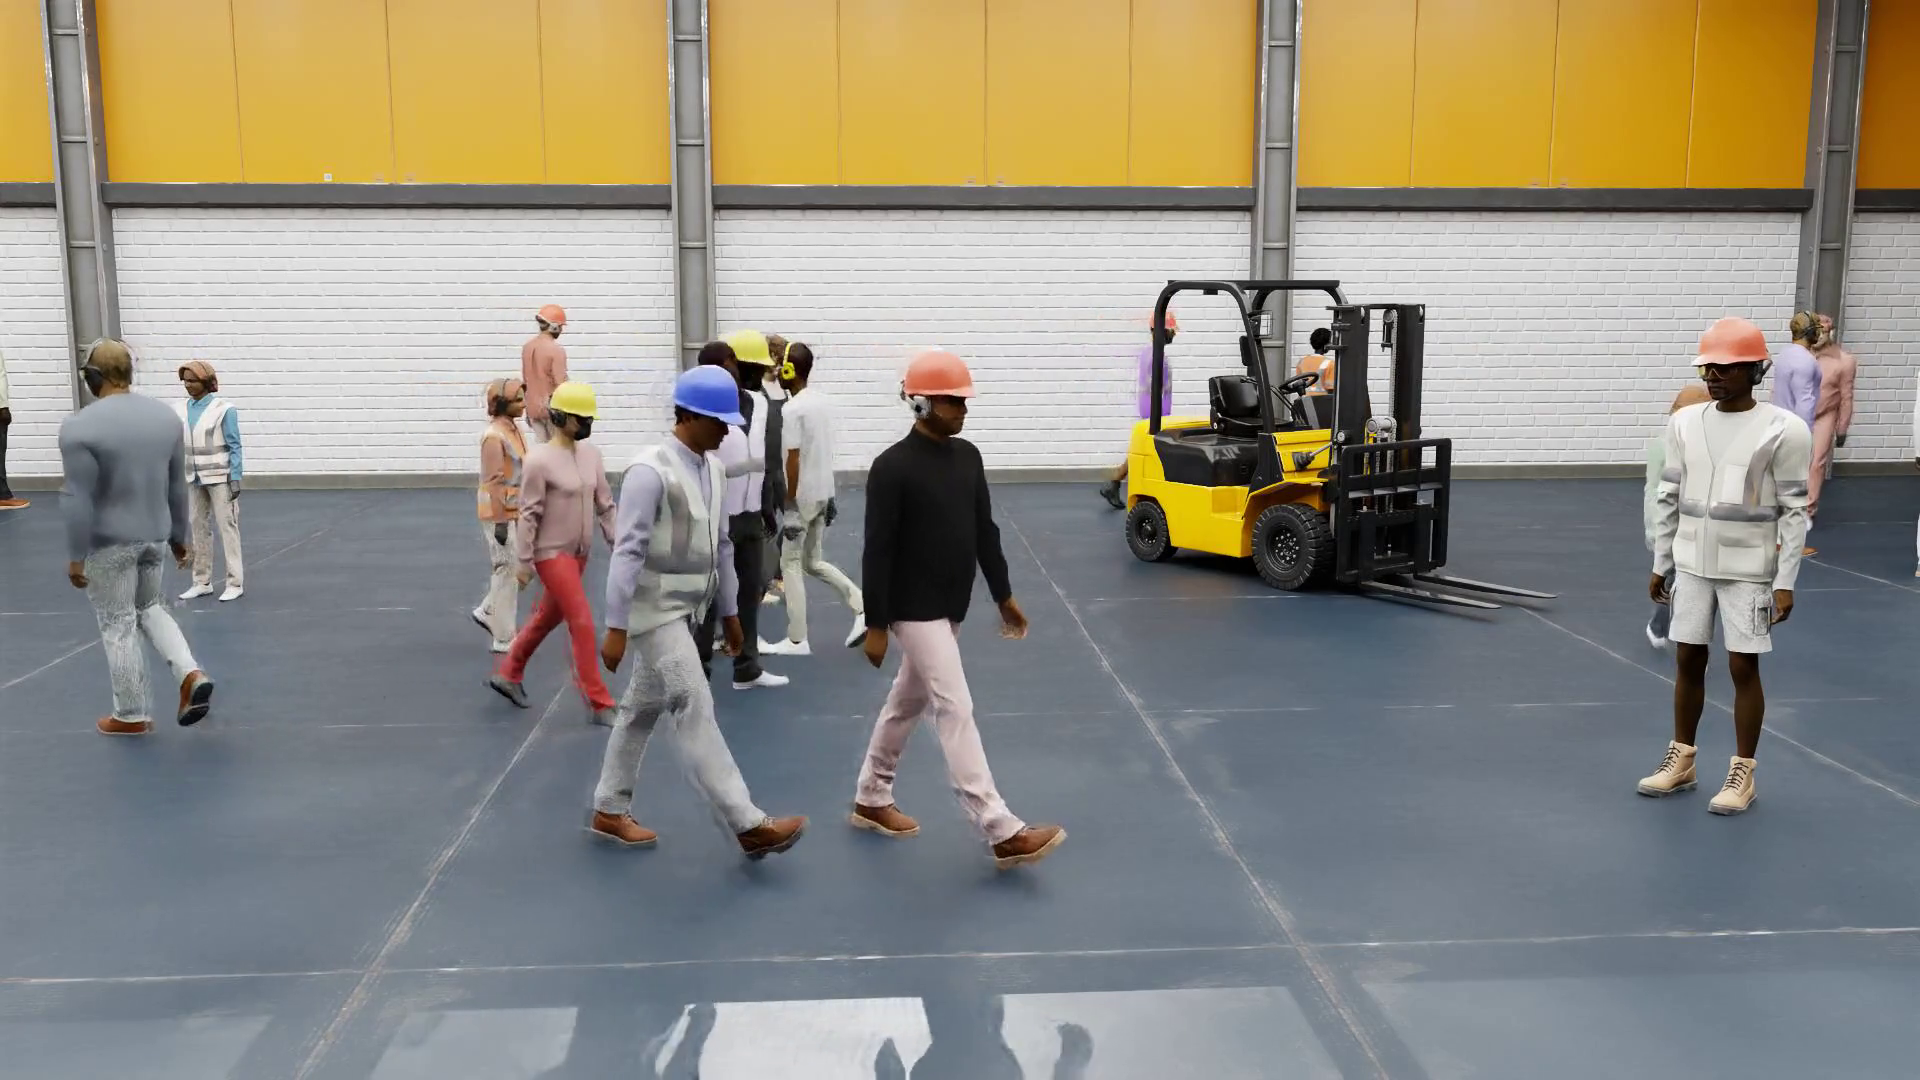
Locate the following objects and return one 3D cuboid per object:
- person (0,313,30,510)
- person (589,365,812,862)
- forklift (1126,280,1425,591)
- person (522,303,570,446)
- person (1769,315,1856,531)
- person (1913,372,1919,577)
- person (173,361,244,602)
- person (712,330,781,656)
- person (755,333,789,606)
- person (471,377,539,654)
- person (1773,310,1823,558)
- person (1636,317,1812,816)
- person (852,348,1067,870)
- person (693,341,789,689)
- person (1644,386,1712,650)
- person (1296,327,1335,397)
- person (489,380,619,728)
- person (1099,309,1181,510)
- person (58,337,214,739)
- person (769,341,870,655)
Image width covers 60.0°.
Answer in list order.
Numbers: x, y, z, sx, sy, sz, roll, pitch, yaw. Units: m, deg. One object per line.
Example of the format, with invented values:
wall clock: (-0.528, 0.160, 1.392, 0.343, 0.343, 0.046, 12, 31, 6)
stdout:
person: (-9.184, -1.281, 15.739, 0.612, 1.997, 0.375, 6, 11, 31)
person: (-1.010, 0.289, 6.265, 1.013, 1.866, 0.657, 2, 9, 15)
forklift: (2.301, -0.860, 12.475, 1.214, 2.155, 2.313, -6, 11, -35)
person: (-3.799, -1.227, 15.550, 0.692, 1.948, 0.672, 7, 12, 39)
person: (7.472, -1.038, 14.595, 0.648, 1.880, 0.806, 8, 12, 42)
person: (7.219, -0.638, 12.061, 0.355, 1.883, 0.573, -6, 11, -35)
person: (-5.113, -0.396, 11.307, 0.523, 1.636, 0.310, 2, 9, 14)
person: (-1.247, -0.266, 9.682, 0.567, 1.901, 0.611, -1, 9, -8)
person: (-1.271, -0.455, 11.090, 0.483, 1.826, 0.531, 6, 11, 31)
person: (-2.633, -0.136, 9.692, 0.379, 1.622, 0.541, 0, 9, 0)
person: (6.605, -0.838, 13.135, 0.359, 1.939, 0.635, 2, 9, 12)
person: (3.135, 0.109, 6.865, 0.379, 2.041, 0.616, -7, 11, -37)
person: (-0.039, 0.250, 6.303, 1.054, 1.932, 0.616, 6, 11, 31)
person: (-1.212, -0.099, 8.716, 0.379, 1.878, 0.698, 6, 11, 33)
person: (4.149, -0.080, 9.489, 0.503, 1.583, 0.889, 2, 9, 14)
person: (3.607, -1.300, 16.835, 0.319, 1.690, 0.539, -6, 11, -32)
person: (-2.014, 0.054, 8.249, 0.909, 1.716, 0.535, 4, 10, 23)
person: (1.775, -1.207, 15.585, 0.912, 1.909, 0.553, -1, 9, -9)
person: (-3.895, 0.013, 7.837, 0.561, 1.926, 0.648, 4, 10, 23)
person: (-0.810, -0.226, 9.612, 0.639, 1.844, 0.573, 3, 10, 19)
